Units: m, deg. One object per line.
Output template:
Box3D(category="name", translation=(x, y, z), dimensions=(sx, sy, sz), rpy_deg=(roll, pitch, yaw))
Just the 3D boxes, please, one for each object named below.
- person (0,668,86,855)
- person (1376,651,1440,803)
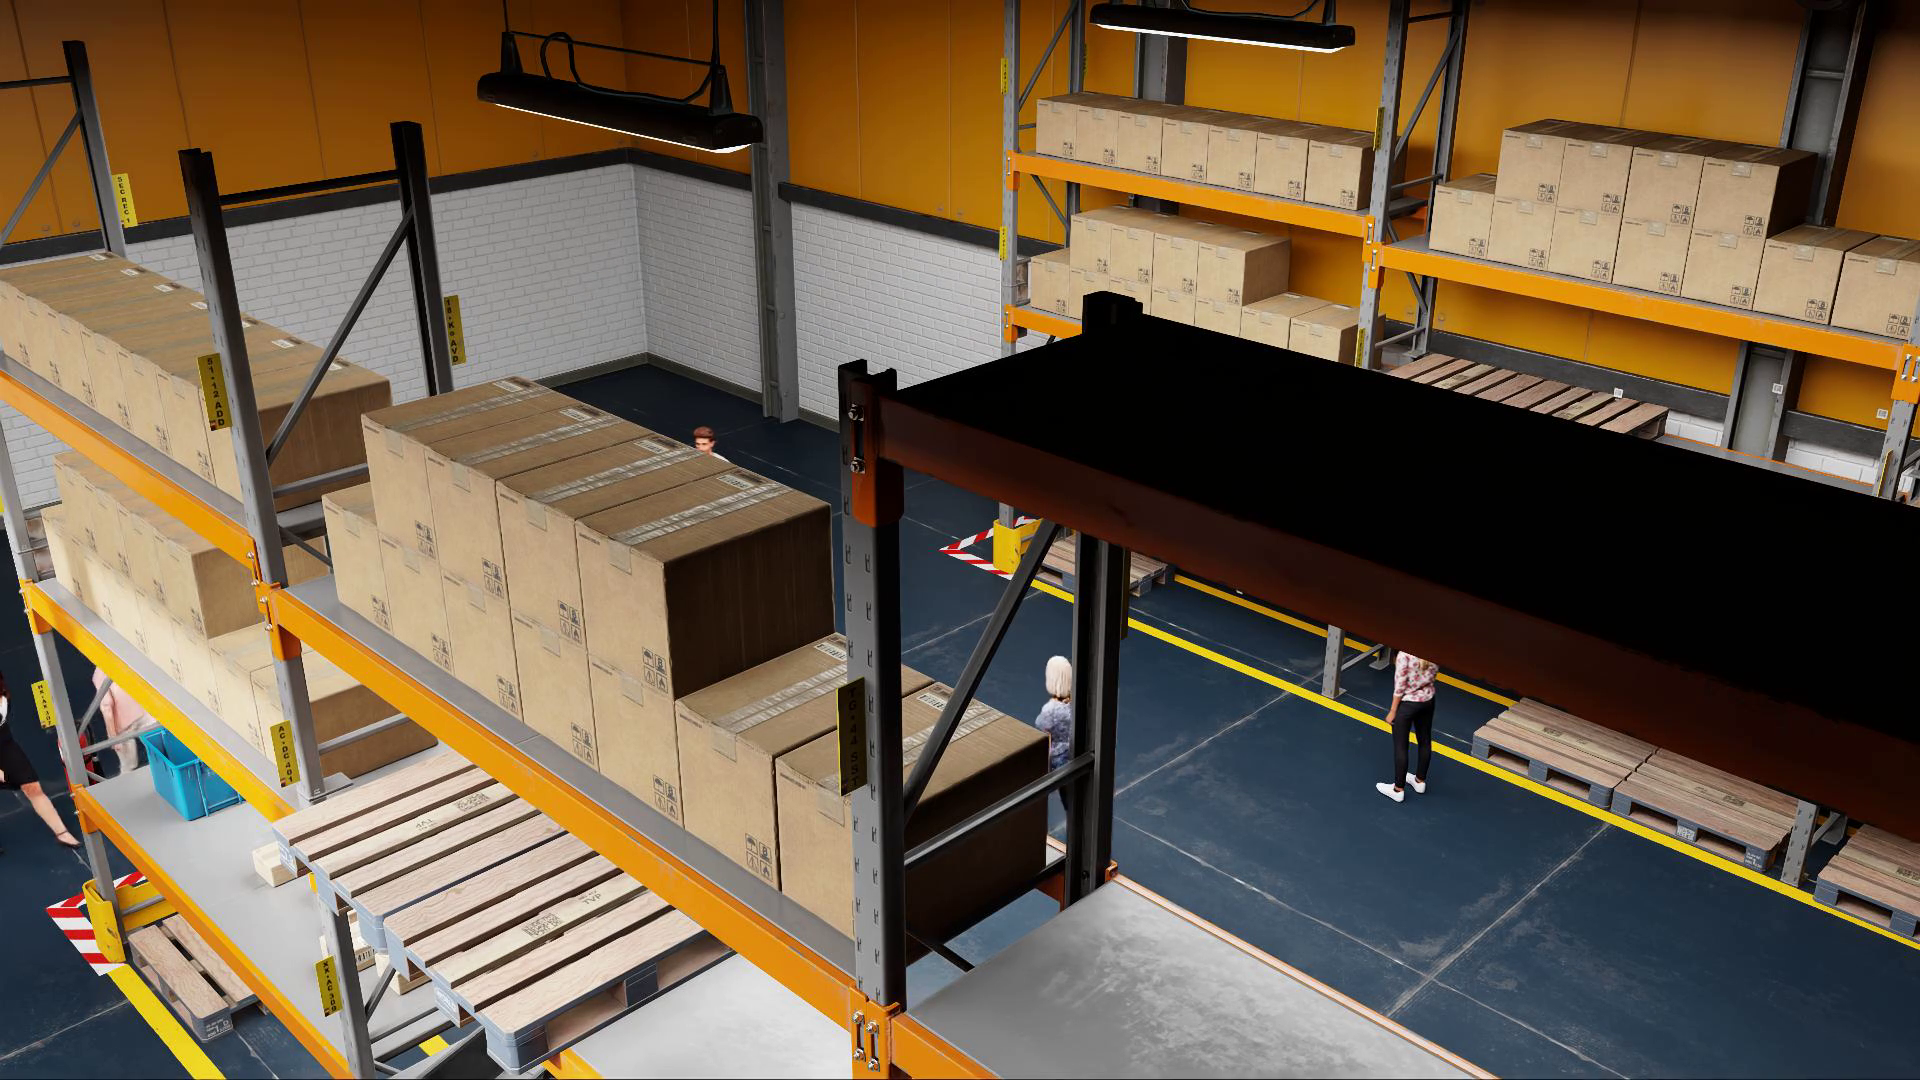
Box3D(category="person", translation=(-7.153, 1.612, 12.189), dimensions=(1.209, 1.743, 1.089), rpy_deg=(2, 24, 4))
Box3D(category="person", translation=(3.570, 1.289, 13.065), dimensions=(0.644, 1.633, 0.629), rpy_deg=(-11, 26, -23))
